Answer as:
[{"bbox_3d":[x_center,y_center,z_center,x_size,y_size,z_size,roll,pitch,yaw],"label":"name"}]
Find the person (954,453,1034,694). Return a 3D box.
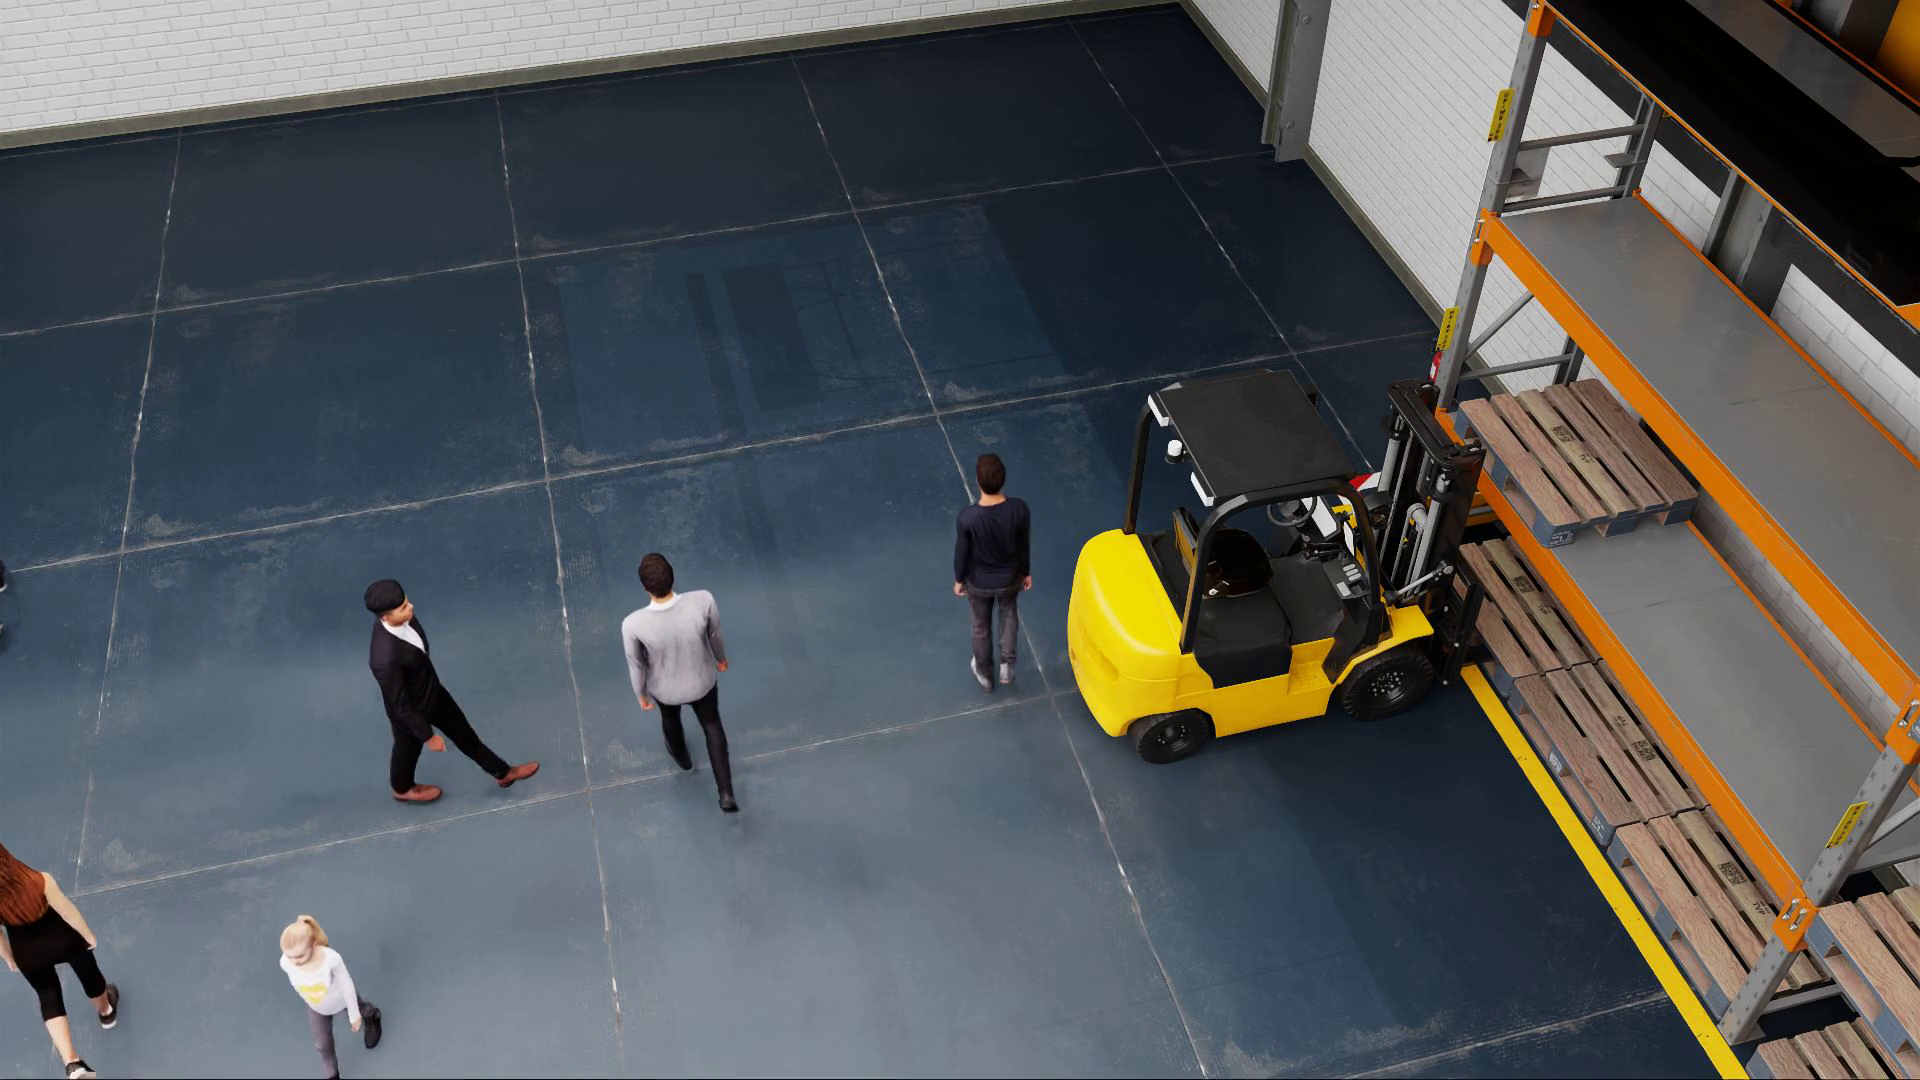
[{"bbox_3d":[0.238,0.300,10.283,0.642,1.854,0.689,-11,45,-11],"label":"person"}]

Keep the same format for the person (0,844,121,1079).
[{"bbox_3d":[-4.641,2.136,8.462,0.640,1.707,0.993,-15,46,-15],"label":"person"}]

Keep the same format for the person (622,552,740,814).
[{"bbox_3d":[-1.585,0.848,9.658,0.800,1.922,1.133,-15,46,-15],"label":"person"}]

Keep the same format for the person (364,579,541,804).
[{"bbox_3d":[-3.257,0.939,9.622,0.976,1.839,1.166,-1,44,-1],"label":"person"}]

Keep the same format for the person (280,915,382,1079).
[{"bbox_3d":[-3.224,2.320,8.604,0.588,1.244,0.930,-3,44,-4],"label":"person"}]
